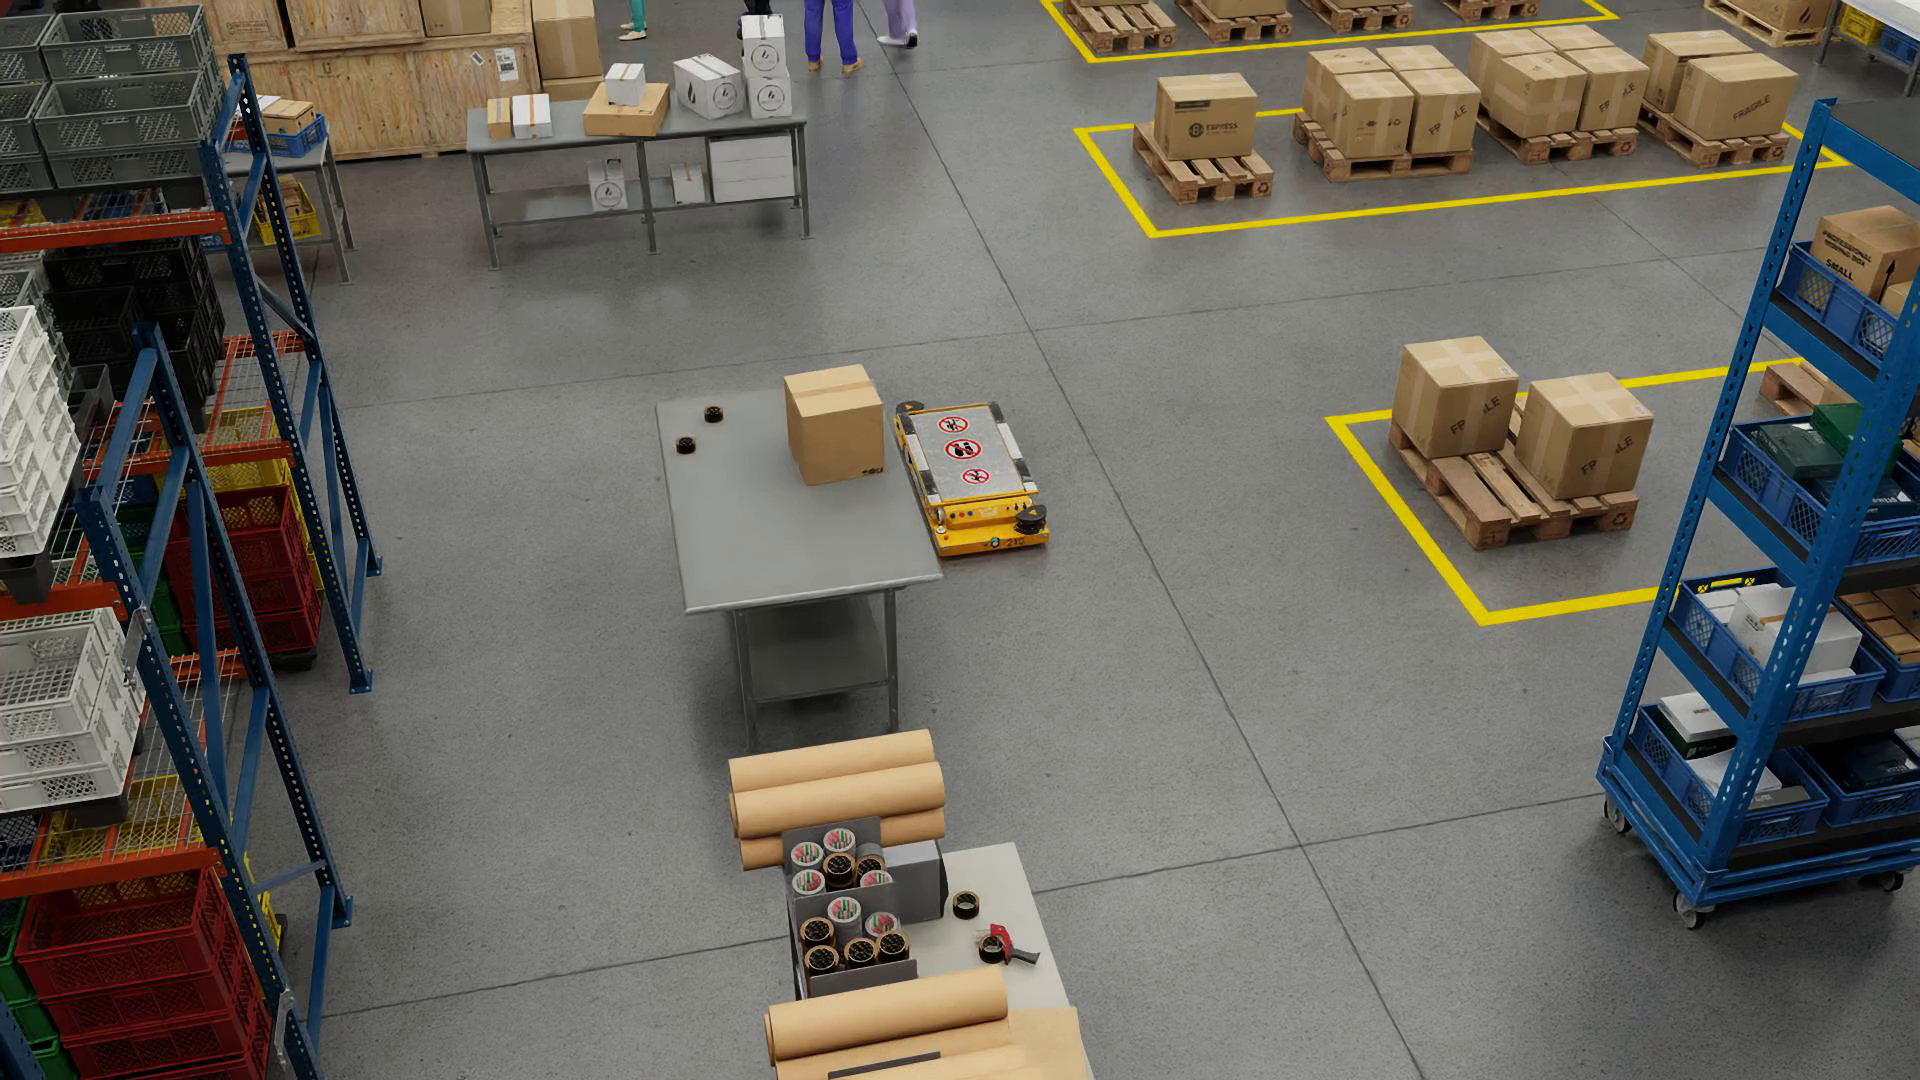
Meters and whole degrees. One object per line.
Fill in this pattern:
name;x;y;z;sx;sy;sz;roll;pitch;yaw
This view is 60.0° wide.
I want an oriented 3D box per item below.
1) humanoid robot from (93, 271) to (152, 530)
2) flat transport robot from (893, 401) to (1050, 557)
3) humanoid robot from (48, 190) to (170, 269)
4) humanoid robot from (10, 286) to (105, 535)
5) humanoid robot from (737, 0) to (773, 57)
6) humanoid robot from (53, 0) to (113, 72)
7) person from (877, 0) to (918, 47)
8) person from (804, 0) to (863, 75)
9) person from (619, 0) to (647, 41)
humanoid robot;-4.645;-0.755;9.387;0.569;1.651;0.323;-13;39;-17
flat transport robot;0.046;-0.430;10.108;0.652;0.197;1.431;-8;37;-10
humanoid robot;-5.532;-1.840;10.848;0.636;1.643;0.364;-14;39;-18
humanoid robot;-5.066;-0.741;9.368;0.339;1.652;0.580;-21;41;-26
humanoid robot;-1.712;-4.238;14.068;0.332;1.651;0.578;4;37;6
humanoid robot;-7.224;-4.068;13.829;0.323;1.657;0.601;5;37;7
person;-0.612;-5.513;15.612;0.650;1.882;0.573;-24;43;-29
person;-1.206;-5.304;15.200;0.687;2.000;0.536;8;37;11
person;-3.255;-5.708;15.969;0.318;1.767;0.533;-3;37;-4
